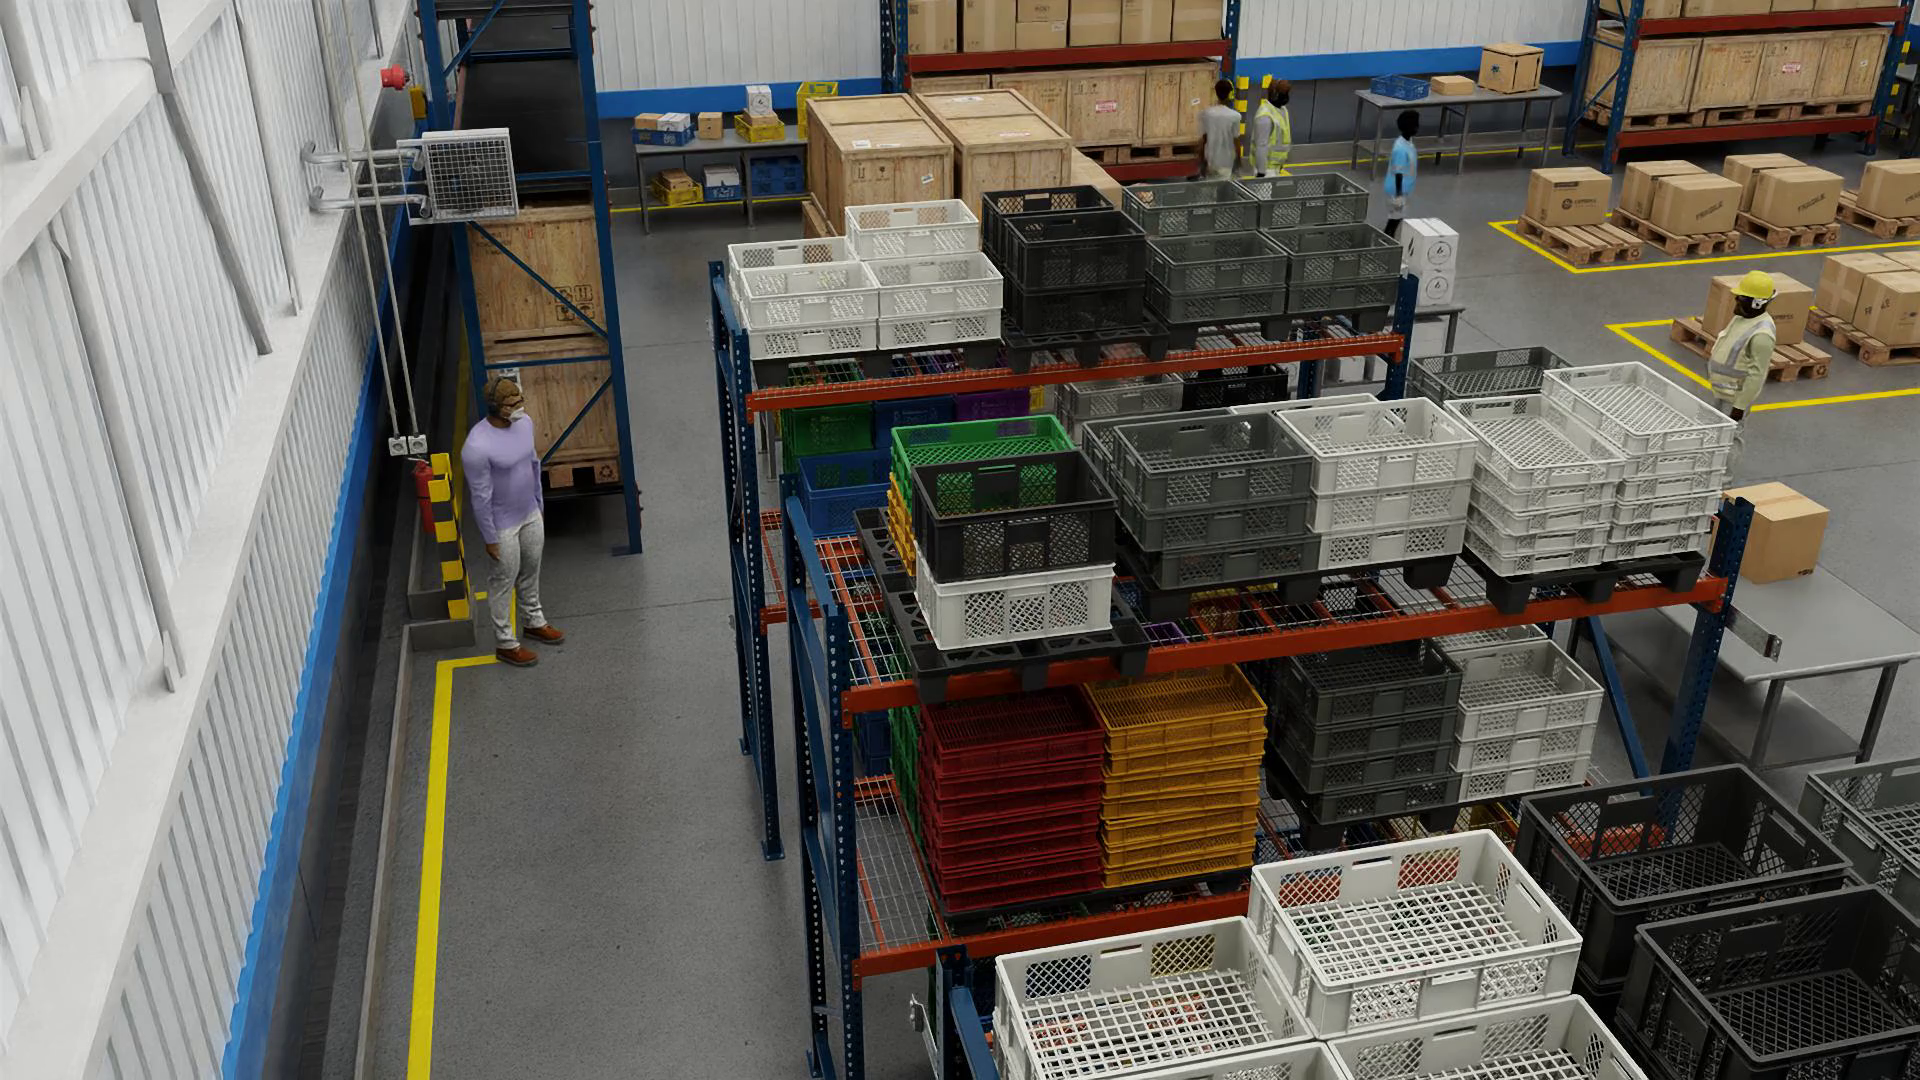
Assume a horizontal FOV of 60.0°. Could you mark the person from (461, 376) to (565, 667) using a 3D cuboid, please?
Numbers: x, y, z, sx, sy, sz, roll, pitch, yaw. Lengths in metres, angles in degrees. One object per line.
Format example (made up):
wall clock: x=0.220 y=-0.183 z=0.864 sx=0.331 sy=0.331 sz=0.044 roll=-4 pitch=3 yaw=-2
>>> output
person: x=-2.831 y=-0.136 z=10.514 sx=0.362 sy=1.932 sz=0.629 roll=11 pitch=30 yaw=20

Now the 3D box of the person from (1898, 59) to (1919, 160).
person: x=11.810 y=-5.233 z=20.192 sx=0.590 sy=1.919 sz=0.393 roll=6 pitch=28 yaw=12

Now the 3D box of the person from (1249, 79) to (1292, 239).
person: x=3.382 y=-4.115 z=18.168 sx=0.432 sy=1.834 sz=0.620 roll=12 pitch=30 yaw=22

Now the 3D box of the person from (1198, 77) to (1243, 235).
person: x=2.795 y=-4.066 z=18.065 sx=0.717 sy=1.848 sz=0.544 roll=-25 pitch=37 yaw=-38

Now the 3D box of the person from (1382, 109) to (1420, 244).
person: x=4.619 y=-3.675 z=17.472 sx=0.317 sy=1.698 sz=0.539 roll=10 pitch=29 yaw=18

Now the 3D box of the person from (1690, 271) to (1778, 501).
person: x=5.818 y=-1.144 z=12.523 sx=0.404 sy=1.833 sz=0.587 roll=4 pitch=28 yaw=7

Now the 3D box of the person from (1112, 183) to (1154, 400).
person: x=1.505 y=-2.129 z=14.314 sx=0.407 sy=1.910 sz=0.639 roll=6 pitch=28 yaw=12
